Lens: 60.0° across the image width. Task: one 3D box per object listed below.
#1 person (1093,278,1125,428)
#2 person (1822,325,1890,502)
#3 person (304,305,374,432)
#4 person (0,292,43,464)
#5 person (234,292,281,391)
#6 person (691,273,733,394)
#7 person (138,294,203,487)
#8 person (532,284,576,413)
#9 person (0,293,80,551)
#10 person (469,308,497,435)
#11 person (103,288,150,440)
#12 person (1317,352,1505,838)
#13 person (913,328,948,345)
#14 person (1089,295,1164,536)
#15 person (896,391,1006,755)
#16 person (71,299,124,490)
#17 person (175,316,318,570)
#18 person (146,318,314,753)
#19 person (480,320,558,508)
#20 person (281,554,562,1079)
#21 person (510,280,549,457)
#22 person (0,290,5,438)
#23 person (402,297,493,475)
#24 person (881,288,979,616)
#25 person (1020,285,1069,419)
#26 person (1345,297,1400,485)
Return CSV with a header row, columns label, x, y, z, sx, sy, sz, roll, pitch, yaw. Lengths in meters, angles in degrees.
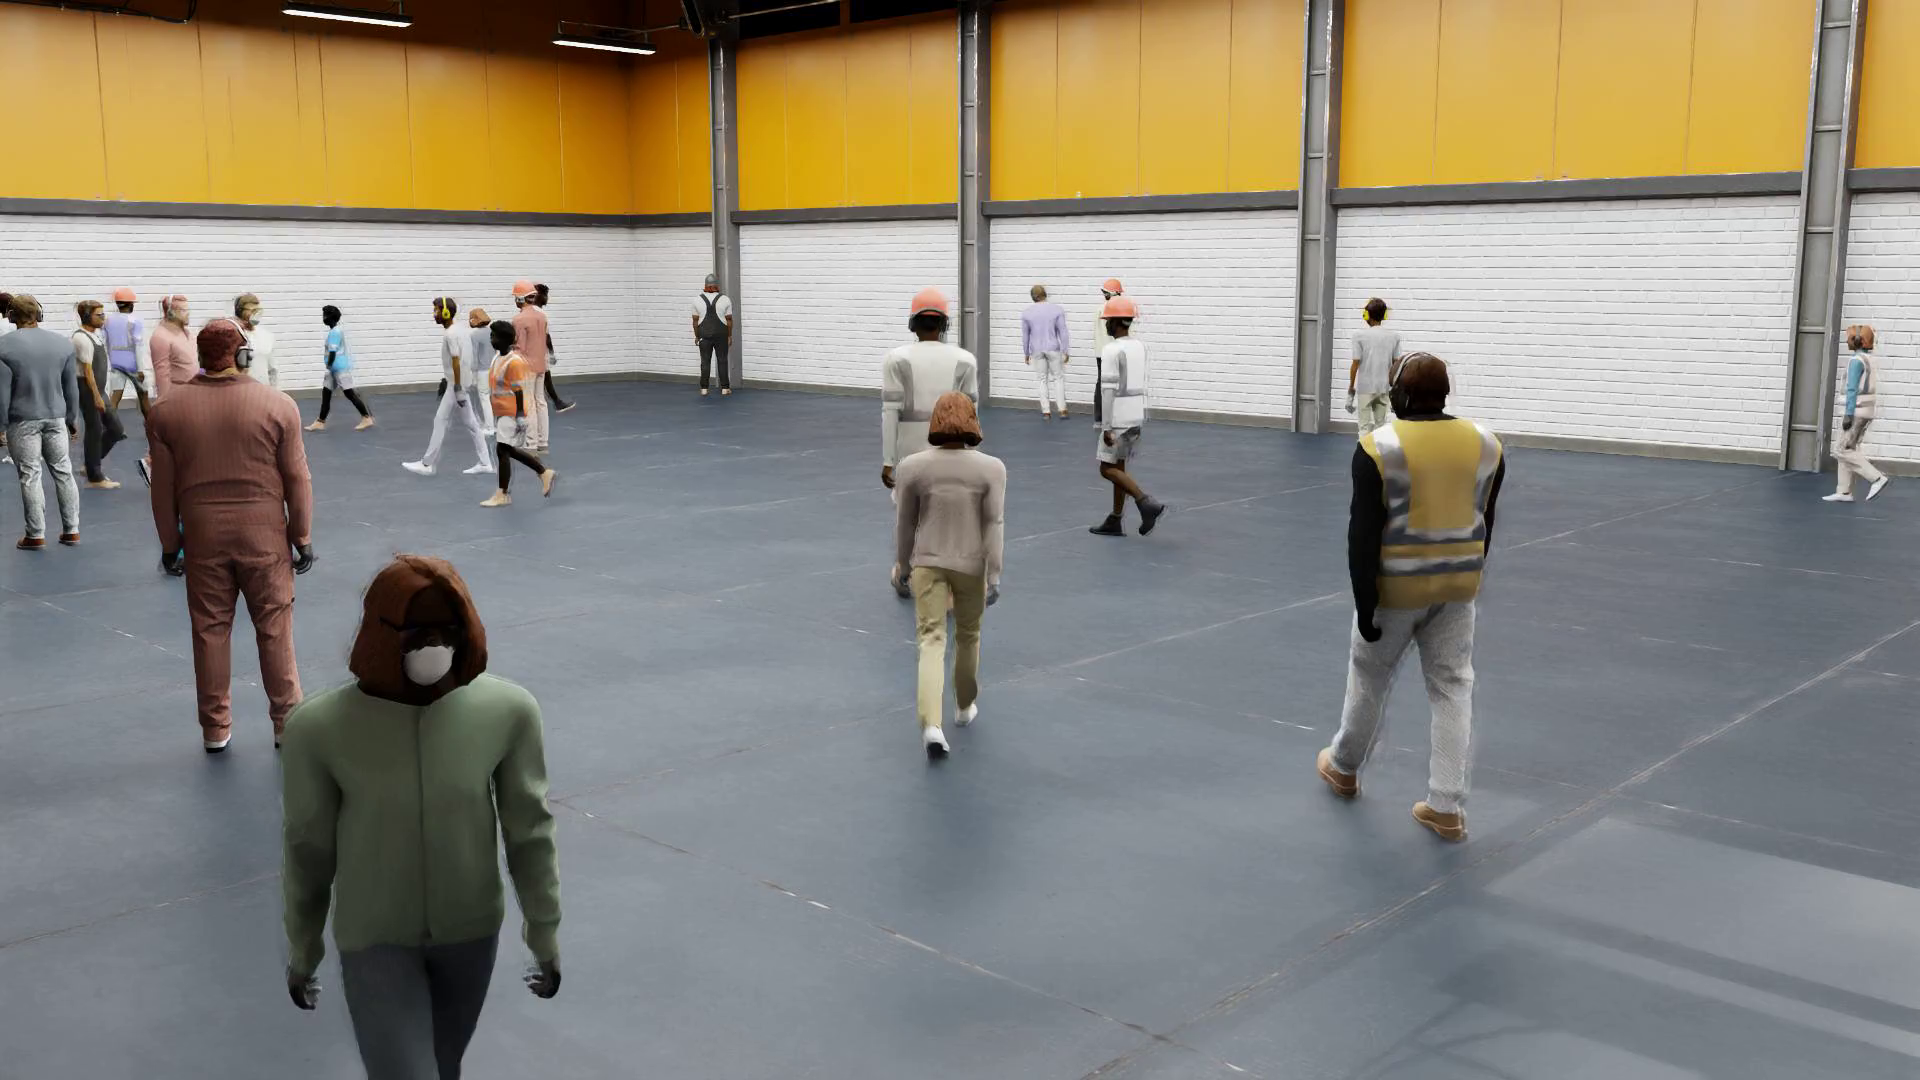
label,x,y,z,sx,sy,sz,roll,pitch,yaw
person,1.988,-2.455,22.010,0.401,1.990,0.622,-4,10,-21
person,8.100,-1.123,14.970,0.455,1.619,0.524,7,12,37
person,-8.107,-2.231,21.691,0.864,1.655,0.540,-4,10,-23
person,-10.334,-1.752,18.142,0.559,1.867,0.368,-7,12,-38
person,-6.148,-1.162,14.294,0.548,1.924,0.651,4,10,25
person,-4.185,-3.489,28.205,0.682,2.000,0.537,0,9,-3
person,-7.322,-1.340,15.488,0.683,1.889,0.656,-1,9,-7
person,-6.105,-2.758,24.161,0.998,1.909,0.627,-6,11,-34
person,-6.978,-0.889,12.578,0.351,1.936,0.634,7,12,37
person,-6.080,-2.147,21.275,0.309,1.624,0.497,4,10,21
person,-10.377,-2.190,20.726,0.563,1.886,0.986,2,9,9
person,1.741,0.178,6.465,0.641,1.801,0.913,-2,9,-9
person,-0.396,-2.292,21.764,0.493,1.746,0.282,-4,10,-26
person,1.317,-0.948,13.011,0.670,1.916,0.550,8,12,40
person,-0.050,0.134,7.406,0.507,1.583,0.901,1,9,7
person,-8.262,-1.377,15.901,0.399,1.830,0.505,-2,9,-9
person,-5.109,-0.664,11.644,0.997,1.796,0.579,-6,11,-32
person,-3.186,-0.017,7.337,0.651,1.904,0.401,-2,9,-12
person,-3.982,-1.139,14.929,0.722,1.677,0.538,-6,11,-34
person,-1.065,0.797,3.330,0.508,1.574,0.903,-6,11,-31
person,-4.883,-1.938,18.833,0.375,1.995,0.609,2,10,14
person,-12.139,-2.226,20.940,0.579,1.882,0.342,8,13,42
person,-5.289,-1.569,17.106,0.941,1.825,0.541,-1,9,-4
person,-0.206,-0.567,10.437,0.640,1.992,1.004,-2,9,-12
person,1.188,-2.652,23.524,0.702,1.893,0.400,2,9,11
person,3.991,-1.400,15.990,0.528,1.856,0.530,-2,10,-14
